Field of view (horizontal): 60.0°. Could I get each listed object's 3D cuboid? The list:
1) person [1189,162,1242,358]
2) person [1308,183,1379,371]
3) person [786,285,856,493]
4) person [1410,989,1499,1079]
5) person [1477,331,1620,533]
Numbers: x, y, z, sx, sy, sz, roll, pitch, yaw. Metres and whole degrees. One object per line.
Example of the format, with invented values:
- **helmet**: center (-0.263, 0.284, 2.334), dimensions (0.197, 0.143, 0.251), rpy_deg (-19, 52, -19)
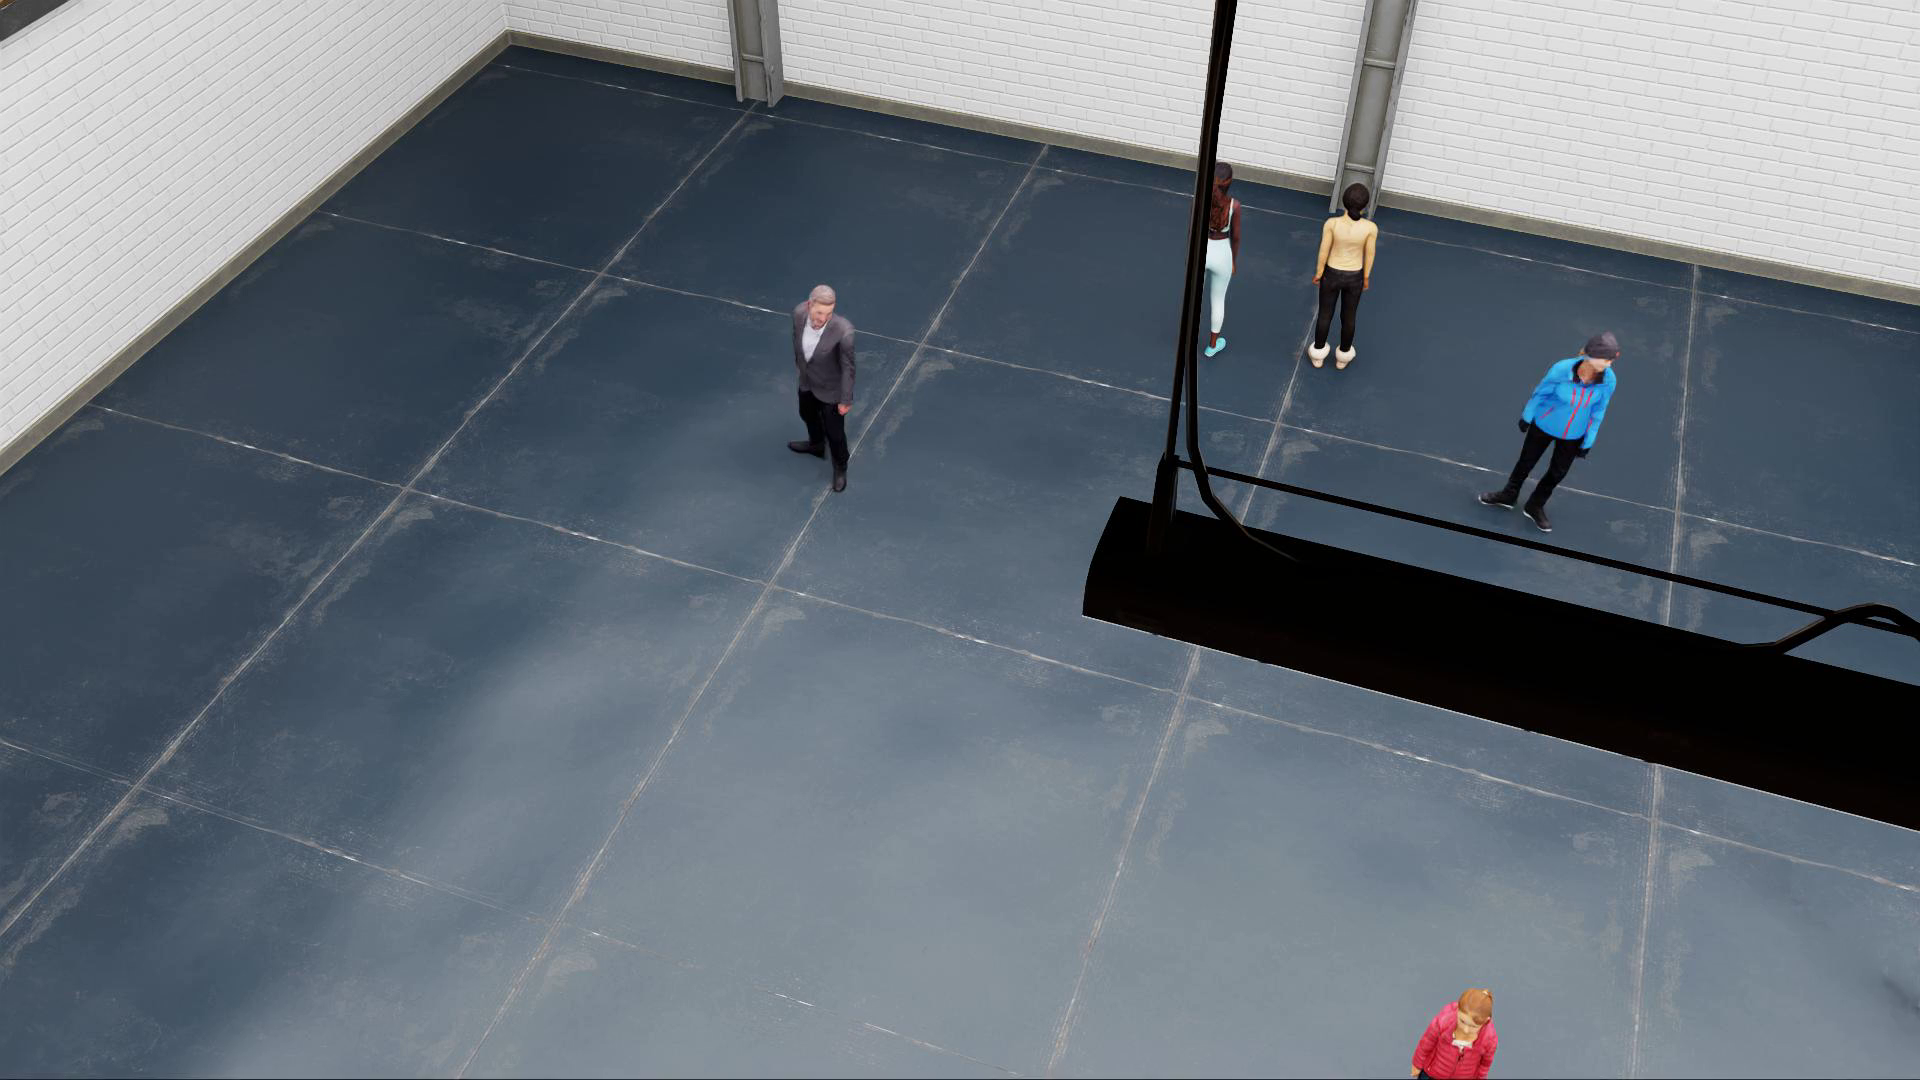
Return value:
- **person**: center (1.987, -2.222, 13.185), dimensions (0.487, 1.725, 0.629), rpy_deg (11, 45, 11)
- **person**: center (3.012, -2.072, 13.074), dimensions (0.534, 1.659, 0.684), rpy_deg (9, 44, 9)
- **person**: center (-1.004, -1.164, 12.017), dimensions (1.037, 1.803, 0.715), rpy_deg (-31, 52, -29)
- **person**: center (2.461, 2.651, 8.364), dimensions (0.430, 1.318, 0.562), rpy_deg (14, 45, 14)
- **person**: center (4.140, -0.801, 11.655), dimensions (0.519, 1.777, 0.857), rpy_deg (22, 48, 22)
